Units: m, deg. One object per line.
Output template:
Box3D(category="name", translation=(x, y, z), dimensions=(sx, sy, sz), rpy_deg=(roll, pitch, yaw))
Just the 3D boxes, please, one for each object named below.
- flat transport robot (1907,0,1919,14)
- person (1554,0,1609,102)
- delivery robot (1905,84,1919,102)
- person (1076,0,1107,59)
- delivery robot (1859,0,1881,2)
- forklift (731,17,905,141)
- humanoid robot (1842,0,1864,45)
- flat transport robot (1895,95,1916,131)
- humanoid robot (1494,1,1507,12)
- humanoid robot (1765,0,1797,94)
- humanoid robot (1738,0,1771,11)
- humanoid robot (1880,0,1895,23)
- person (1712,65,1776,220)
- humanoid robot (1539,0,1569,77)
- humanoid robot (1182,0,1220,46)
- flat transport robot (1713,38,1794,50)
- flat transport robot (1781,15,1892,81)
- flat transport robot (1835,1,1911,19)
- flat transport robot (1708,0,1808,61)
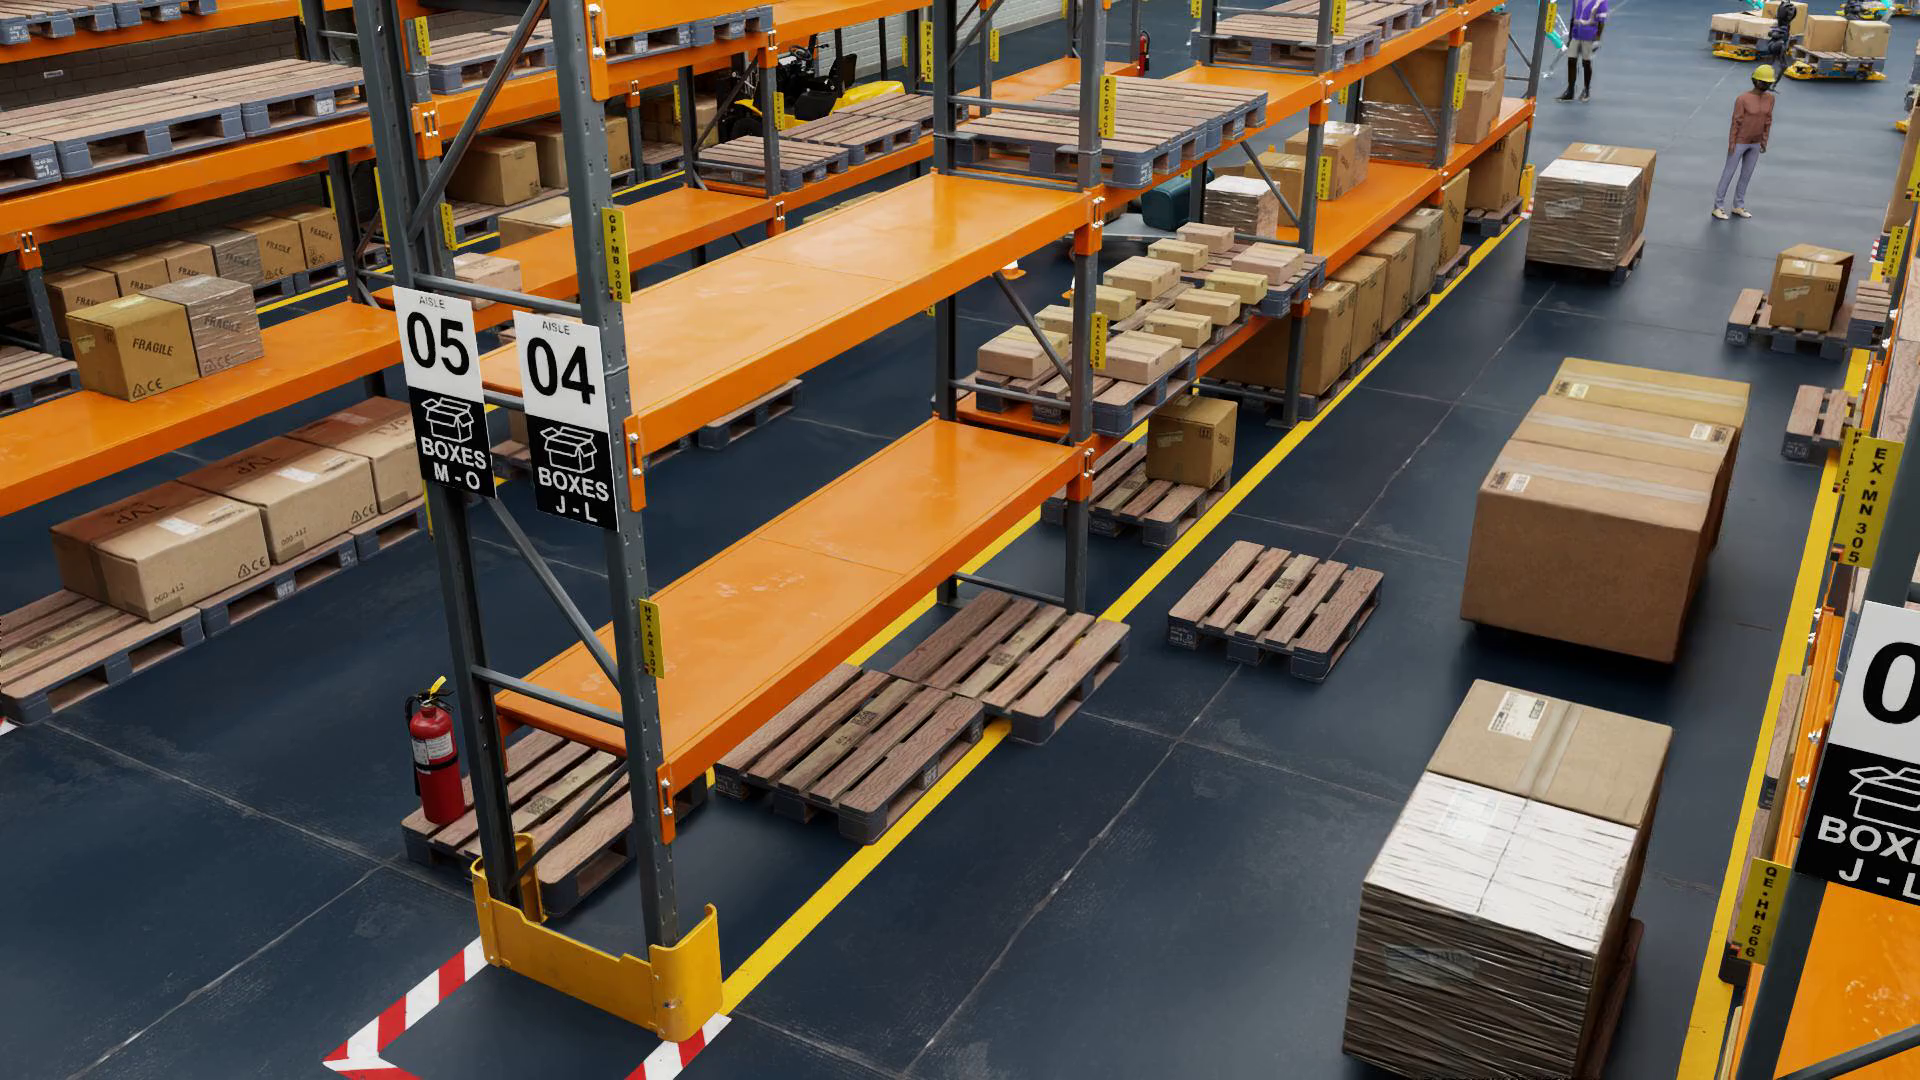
Box3D(category="flat transport robot", translation=(19.529, -10.436, 33.026), dimensions=(0.659, 0.231, 1.431), rpy_deg=(8, 27, 16))
Box3D(category="person", translation=(9.532, -7.668, 25.375), dimensions=(0.655, 1.926, 0.675), rpy_deg=(-19, 31, -34))
Box3D(category="delivery robot", translation=(14.721, -6.747, 25.030), dimensions=(0.771, 0.592, 0.499), rpy_deg=(0, 26, 1))
Box3D(category="person", translation=(2.230, -9.400, 29.030), dimensions=(0.704, 1.879, 0.982), rpy_deg=(-19, 32, -35))
Box3D(category="delivery robot", translation=(19.428, -11.589, 35.096), dimensions=(0.779, 0.598, 0.499), rpy_deg=(-16, 30, -29))
Box3D(category="forklift", translation=(-1.819, -5.975, 21.543), dimensions=(2.313, 2.155, 1.214), rpy_deg=(14, 29, 26))
Box3D(category="humanoid robot", translation=(15.237, -8.995, 28.419), dimensions=(0.351, 1.647, 0.609), rpy_deg=(21, 33, 37))
Box3D(category="flat transport robot", translation=(14.119, -5.870, 23.540), dimensions=(1.431, 0.231, 0.659), rpy_deg=(0, 26, 0))
Box3D(category="humanoid robot", translation=(9.418, -9.597, 29.667), dimensions=(0.554, 1.860, 0.699), rpy_deg=(-11, 28, -21))
Box3D(category="humanoid robot", translation=(12.791, -7.800, 25.934), dimensions=(0.430, 1.645, 0.591), rpy_deg=(4, 26, 8))
Box3D(category="humanoid robot", translation=(14.562, -10.038, 30.352), dimensions=(0.735, 1.677, 0.533), rpy_deg=(-6, 26, -12))
Box3D(category="humanoid robot", translation=(17.519, -10.431, 31.358), dimensions=(0.531, 1.803, 0.811), rpy_deg=(-22, 33, -38))
Box3D(category="person", translation=(9.066, -4.567, 19.118), dimensions=(0.521, 1.760, 0.343), rpy_deg=(-7, 27, -14))
Box3D(category="humanoid robot", translation=(9.756, -8.450, 27.238), dimensions=(0.688, 1.786, 0.570), rpy_deg=(15, 30, 29))
Box3D(category="humanoid robot", translation=(4.466, -9.864, 30.187), dimensions=(0.878, 1.781, 0.545), rpy_deg=(-18, 31, -32))
Box3D(category="flat transport robot", translation=(14.302, -8.893, 29.820), dimensions=(1.431, 0.231, 0.659), rpy_deg=(11, 28, 21))
Box3D(category="flat transport robot", translation=(14.409, -7.737, 27.419), dimensions=(1.431, 0.231, 0.659), rpy_deg=(2, 26, 3))
Box3D(category="flat transport robot", translation=(18.430, -10.688, 33.552), dimensions=(1.431, 0.231, 0.659), rpy_deg=(-13, 28, -24))
Box3D(category="flat transport robot", translation=(13.999, -8.638, 29.291), dimensions=(1.431, 0.231, 0.659), rpy_deg=(-12, 28, -24))
